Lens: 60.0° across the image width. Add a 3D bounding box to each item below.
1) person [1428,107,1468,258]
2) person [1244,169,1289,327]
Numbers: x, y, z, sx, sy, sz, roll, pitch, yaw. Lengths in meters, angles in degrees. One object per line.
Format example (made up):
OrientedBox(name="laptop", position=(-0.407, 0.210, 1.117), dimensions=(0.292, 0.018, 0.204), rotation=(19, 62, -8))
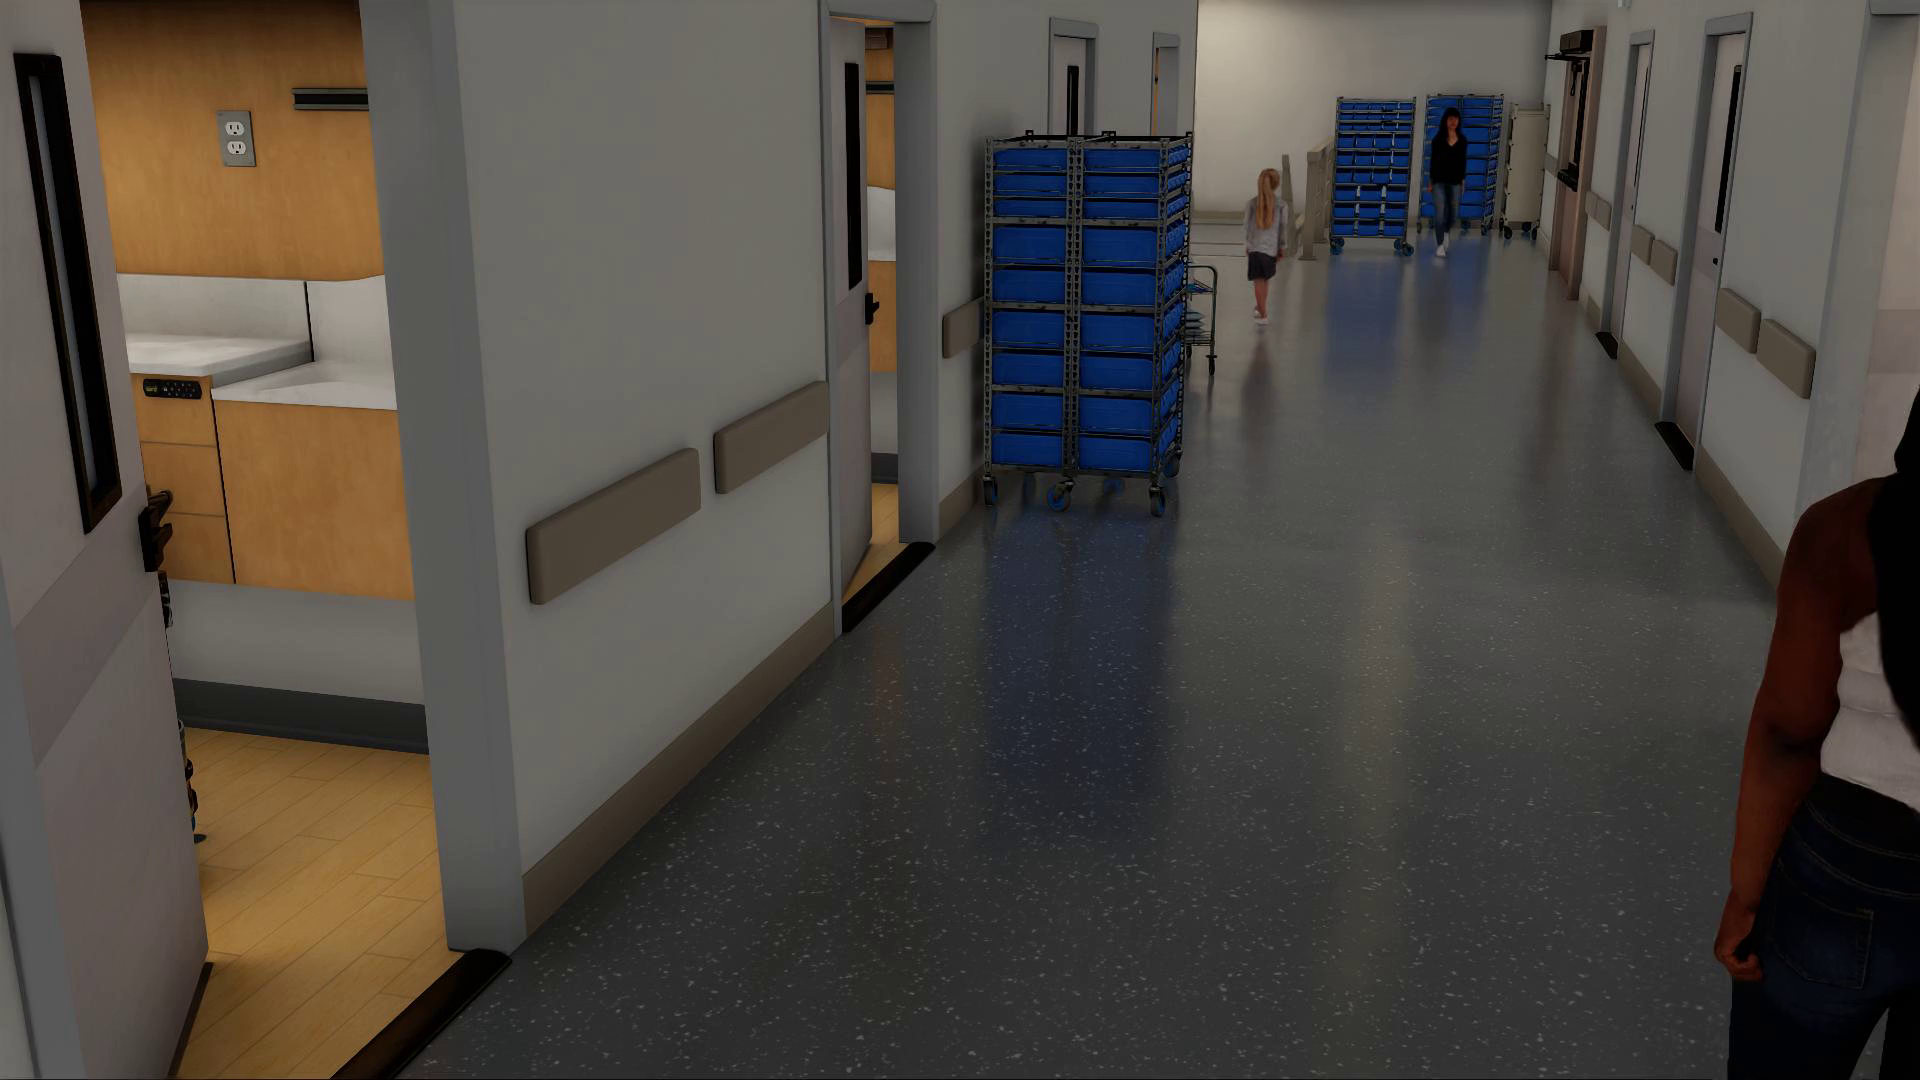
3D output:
OrientedBox(name="person", position=(5.459, -4.022, 18.717), dimensions=(0.646, 1.635, 0.827), rotation=(1, 16, 5))
OrientedBox(name="person", position=(2.464, -2.341, 13.471), dimensions=(0.637, 1.240, 0.912), rotation=(0, 16, 0))
